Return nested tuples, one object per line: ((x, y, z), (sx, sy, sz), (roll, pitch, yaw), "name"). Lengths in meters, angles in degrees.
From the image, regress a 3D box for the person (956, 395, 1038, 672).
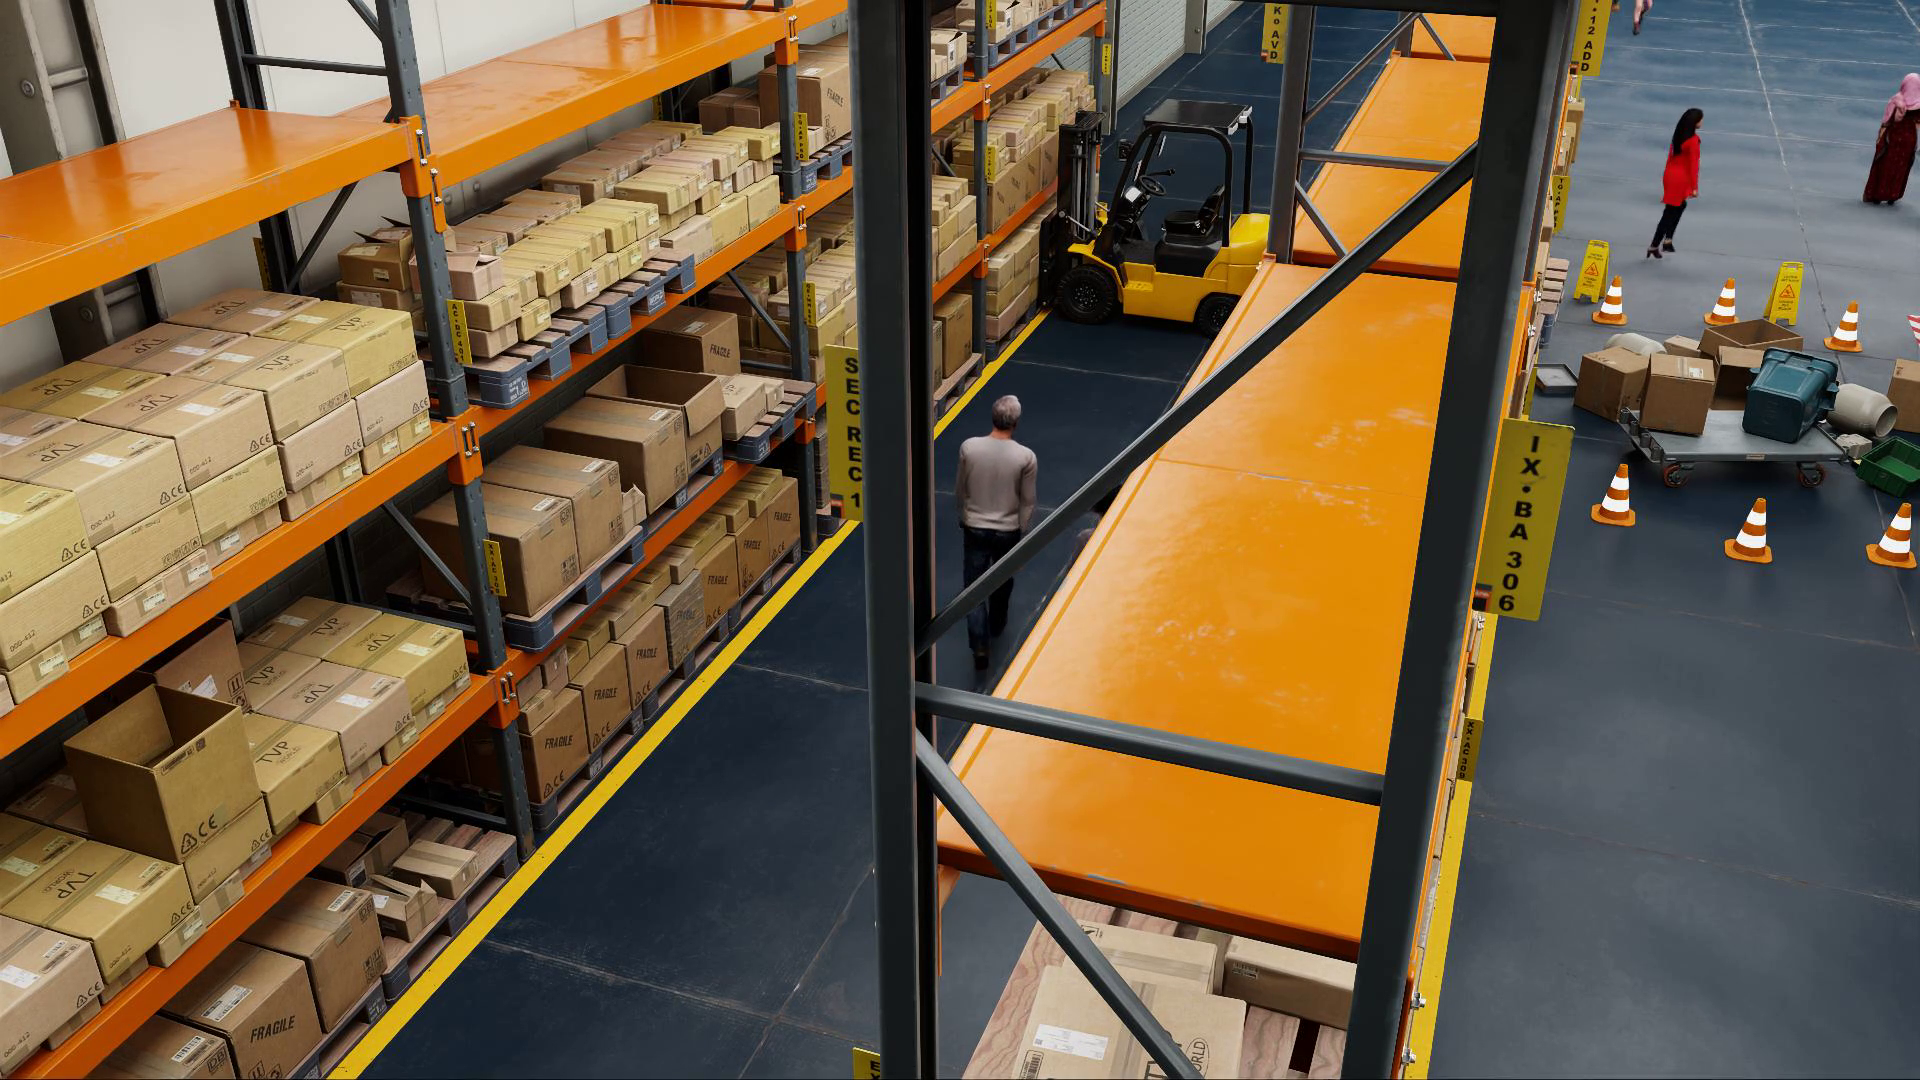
((0.203, -0.020, 11.215), (0.899, 1.871, 1.262), (3, 28, 5), "person")

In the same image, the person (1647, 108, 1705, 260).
((8.063, -4.027, 18.887), (0.826, 1.732, 0.752), (-4, 28, -7), "person")

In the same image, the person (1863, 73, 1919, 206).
((11.779, -5.038, 20.885), (0.702, 1.639, 0.649), (5, 28, 9), "person")

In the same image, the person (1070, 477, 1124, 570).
((0.913, 0.467, 10.342), (0.803, 1.832, 0.872), (-9, 29, -17), "person")

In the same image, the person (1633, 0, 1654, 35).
((12.521, -10.146, 30.404), (0.697, 1.706, 0.924), (6, 29, 11), "person")
